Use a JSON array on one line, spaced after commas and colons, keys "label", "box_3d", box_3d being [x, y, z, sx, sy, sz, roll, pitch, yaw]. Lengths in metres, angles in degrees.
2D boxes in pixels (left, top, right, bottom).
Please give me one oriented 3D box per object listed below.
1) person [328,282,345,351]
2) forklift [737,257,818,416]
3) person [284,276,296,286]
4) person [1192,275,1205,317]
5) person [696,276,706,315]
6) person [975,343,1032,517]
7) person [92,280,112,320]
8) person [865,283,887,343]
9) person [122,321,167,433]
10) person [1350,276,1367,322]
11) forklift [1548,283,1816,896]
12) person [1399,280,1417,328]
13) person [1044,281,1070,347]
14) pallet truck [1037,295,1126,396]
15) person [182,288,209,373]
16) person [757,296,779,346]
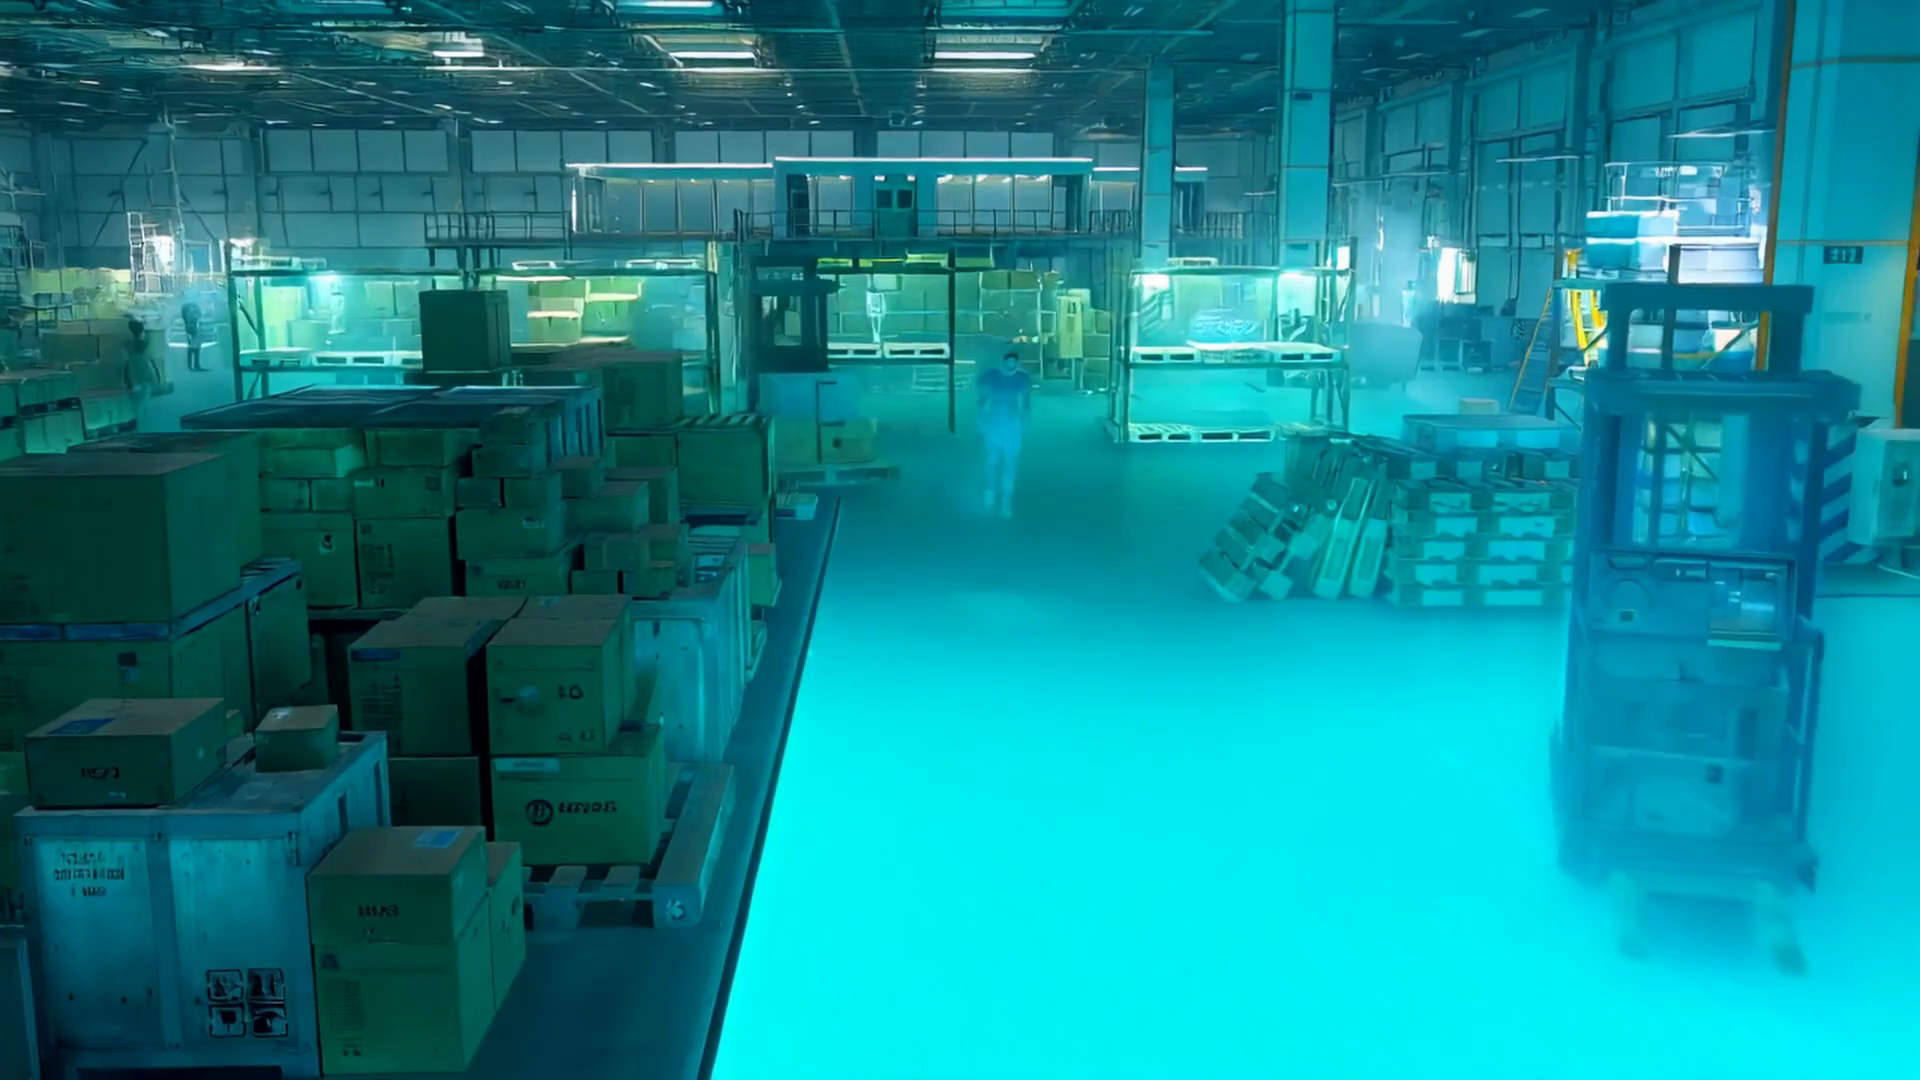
[{"label": "person", "box_3d": [-17.220, -6.159, 45.942, 0.563, 1.927, 0.423, 4, 11, 20]}, {"label": "forklift", "box_3d": [-2.417, -2.472, 22.750, 1.129, 2.768, 1.873, -3, 11, -16]}, {"label": "person", "box_3d": [-28.000, -10.295, 69.500, 0.295, 1.743, 0.493, 10, 14, 44]}, {"label": "person", "box_3d": [9.264, -9.453, 64.571, 0.542, 1.846, 0.528, 6, 12, 29]}, {"label": "person", "box_3d": [-8.865, -8.097, 56.926, 1.038, 1.869, 0.604, -5, 11, -25]}, {"label": "person", "box_3d": [0.478, -1.233, 18.501, 0.640, 1.923, 0.610, -2, 10, -9]}, {"label": "person", "box_3d": [-27.369, -7.387, 53.090, 0.614, 1.812, 0.429, -3, 11, -17]}, {"label": "person", "box_3d": [-2.466, -6.521, 48.199, 0.604, 1.838, 0.929, 2, 10, 13]}, {"label": "person", "box_3d": [-12.314, -2.385, 25.182, 0.529, 1.841, 0.777, 2, 10, 13]}, {"label": "person", "box_3d": [14.066, -8.388, 58.713, 0.632, 1.801, 0.931, 1, 10, 7]}, {"label": "forklift", "box_3d": [3.678, 0.096, 8.446, 1.129, 2.768, 1.873, 3, 11, 17]}, {"label": "person", "box_3d": [13.869, -7.114, 51.536, 0.557, 1.825, 0.933, 4, 11, 23]}, {"label": "person", "box_3d": [2.844, -6.511, 47.991, 0.997, 1.893, 0.618, -6, 12, -32]}, {"label": "pallet truck", "box_3d": [2.483, -3.881, 33.060, 1.885, 1.965, 0.823, -7, 13, -36]}, {"label": "person", "box_3d": [-17.709, -4.827, 38.439, 0.607, 1.958, 0.388, 8, 13, 39]}, {"label": "person", "box_3d": [-4.820, -5.325, 40.983, 0.537, 2.000, 0.682, 7, 12, 34]}]
